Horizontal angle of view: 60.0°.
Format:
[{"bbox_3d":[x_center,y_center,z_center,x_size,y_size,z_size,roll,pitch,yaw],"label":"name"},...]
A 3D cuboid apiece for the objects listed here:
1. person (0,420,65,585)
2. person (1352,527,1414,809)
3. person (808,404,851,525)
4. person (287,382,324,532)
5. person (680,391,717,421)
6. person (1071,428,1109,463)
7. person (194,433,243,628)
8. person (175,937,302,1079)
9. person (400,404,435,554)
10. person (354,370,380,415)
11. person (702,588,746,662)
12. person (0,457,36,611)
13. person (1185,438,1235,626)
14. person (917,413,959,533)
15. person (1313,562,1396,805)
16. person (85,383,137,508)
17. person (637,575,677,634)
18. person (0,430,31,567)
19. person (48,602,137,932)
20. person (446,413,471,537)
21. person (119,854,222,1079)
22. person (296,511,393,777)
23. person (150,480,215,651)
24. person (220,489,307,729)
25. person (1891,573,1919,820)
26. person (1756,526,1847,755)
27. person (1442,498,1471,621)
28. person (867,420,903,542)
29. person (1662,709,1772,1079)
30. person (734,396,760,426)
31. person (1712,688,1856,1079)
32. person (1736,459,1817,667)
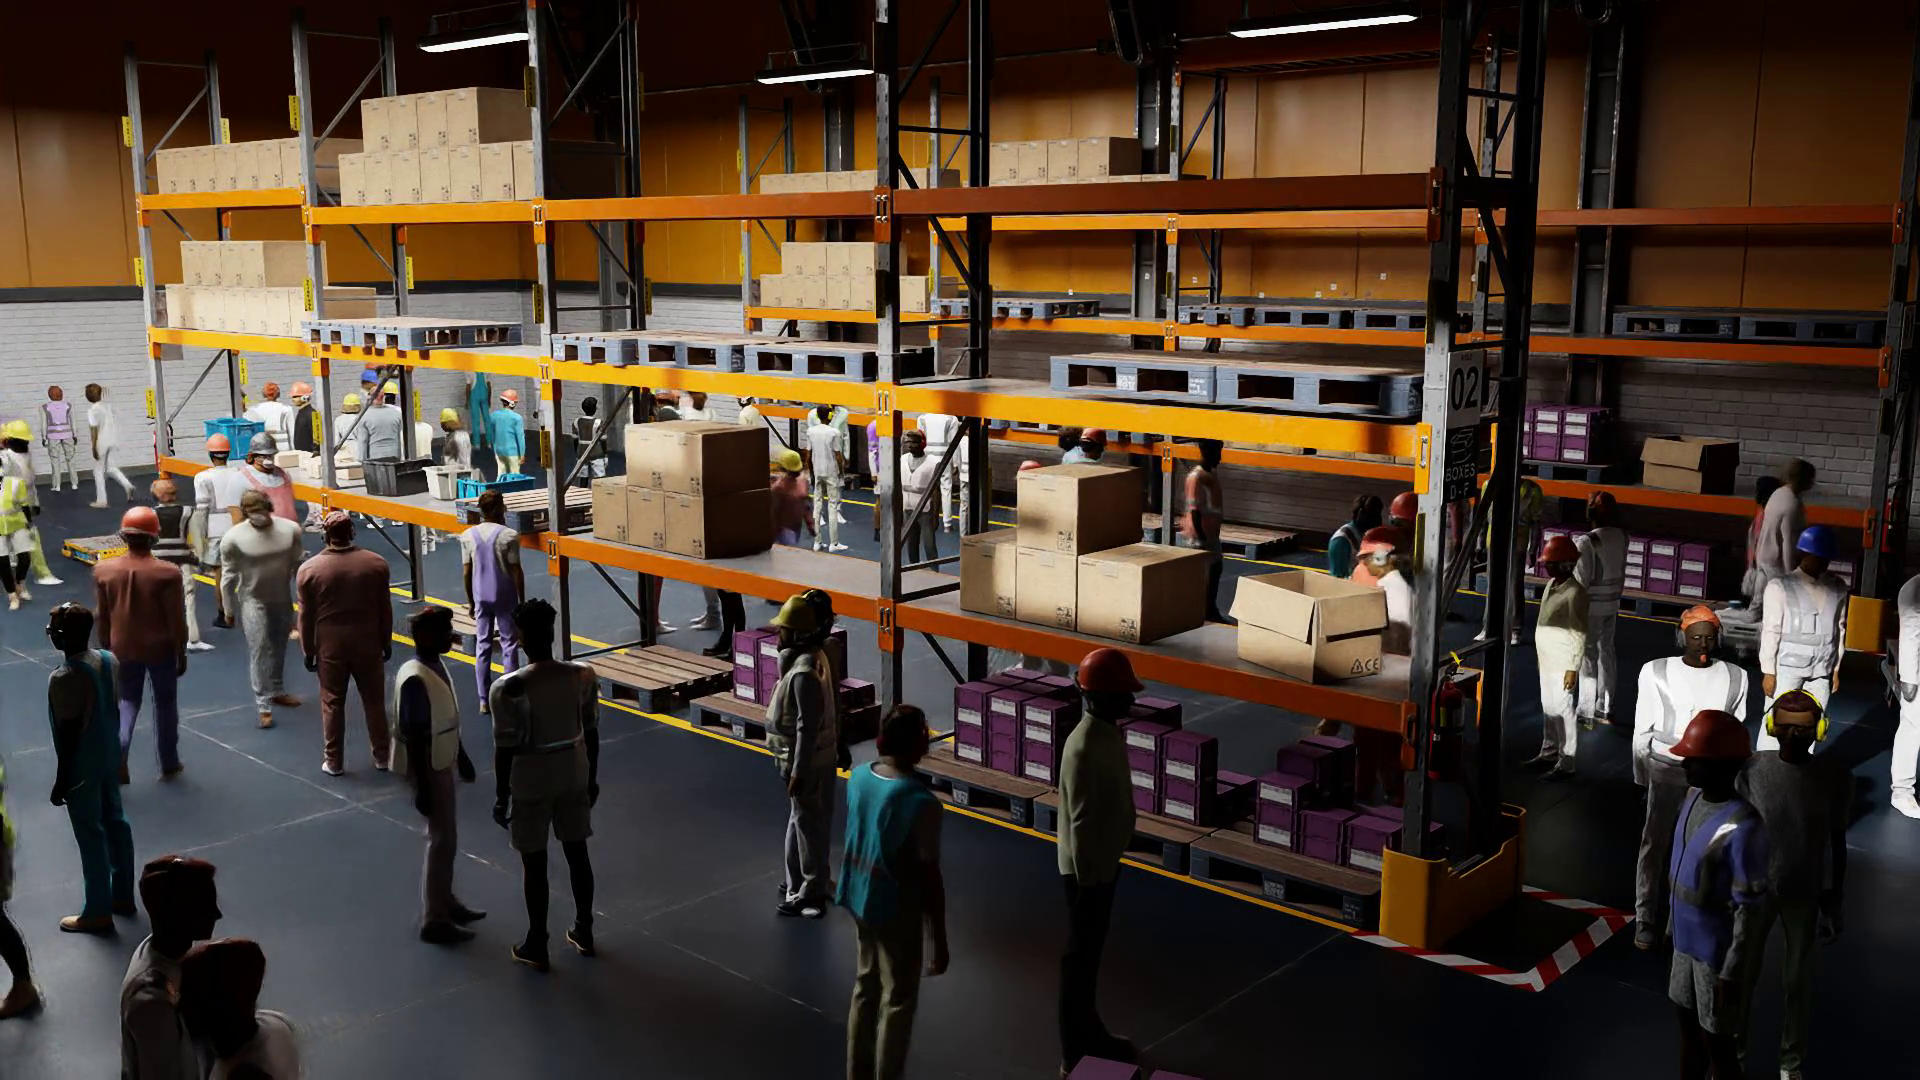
[{"bbox_3d":[-10.486,-0.403,18.417,0.852,1.887,0.631,-1,10,-7],"label":"person"},{"bbox_3d":[2.702,0.892,10.911,0.802,1.950,0.642,1,10,8],"label":"person"},{"bbox_3d":[-1.786,-1.160,22.634,0.603,1.909,0.393,-5,11,-25],"label":"person"},{"bbox_3d":[-8.644,-1.099,22.034,0.395,1.993,0.614,-8,13,-37],"label":"person"},{"bbox_3d":[-3.482,-1.146,22.408,0.634,1.950,0.520,-9,14,-42],"label":"person"},{"bbox_3d":[1.299,-0.122,16.423,0.405,2.032,0.611,-9,13,-41],"label":"person"},{"bbox_3d":[-7.306,-0.098,16.537,0.551,1.934,0.373,-9,13,-42],"label":"person"},{"bbox_3d":[-2.047,2.024,4.729,0.426,1.885,0.579,-3,10,-16],"label":"person"},{"bbox_3d":[-6.665,-0.778,20.433,0.391,1.920,0.593,2,10,10],"label":"person"},{"bbox_3d":[-8.992,-1.618,25.207,0.467,1.924,0.669,2,10,9],"label":"person"},{"bbox_3d":[-2.139,0.130,15.164,0.367,1.967,0.602,-5,11,-27],"label":"person"},{"bbox_3d":[-9.938,-0.099,17.288,0.556,1.675,0.430,-7,12,-34],"label":"person"},{"bbox_3d":[2.453,-0.076,16.382,0.518,1.949,0.662,6,12,29],"label":"person"},{"bbox_3d":[-0.291,-1.032,22.004,0.574,1.876,0.354,3,10,14],"label":"person"},{"bbox_3d":[2.690,0.961,11.220,0.584,1.693,0.911,-7,12,-35],"label":"person"},{"bbox_3d":[-12.292,-1.358,23.980,0.631,1.825,0.511,2,10,13],"label":"person"},{"bbox_3d":[-3.013,-0.026,16.221,0.405,1.909,0.597,-6,12,-31],"label":"person"},{"bbox_3d":[-11.245,-0.486,19.604,0.525,1.631,0.313,4,11,20],"label":"person"},{"bbox_3d":[-4.829,1.246,9.195,0.345,1.847,0.504,1,10,6],"label":"person"},{"bbox_3d":[-6.531,-0.846,21.651,0.280,1.626,0.503,3,10,16],"label":"person"},{"bbox_3d":[-2.485,1.911,5.355,0.363,1.879,0.584,-3,11,-18],"label":"person"},{"bbox_3d":[-4.400,0.739,11.936,0.643,1.901,0.396,-5,11,-25],"label":"person"},{"bbox_3d":[-7.355,0.242,15.595,0.575,1.598,0.618,-4,11,-23],"label":"person"},{"bbox_3d":[-5.544,0.508,13.284,0.763,1.909,0.656,10,14,43],"label":"person"},{"bbox_3d":[6.513,0.890,11.037,0.639,1.910,0.407,-4,11,-20],"label":"person"},{"bbox_3d":[5.646,0.854,11.158,0.610,1.939,0.417,-2,10,-12],"label":"person"},{"bbox_3d":[4.944,-0.091,16.823,0.403,1.823,0.596,-1,10,-5],"label":"person"},{"bbox_3d":[-0.923,-0.916,21.216,0.387,1.924,0.549,10,14,43],"label":"person"},{"bbox_3d":[3.021,1.630,6.763,0.369,1.939,0.542,0,10,-2],"label":"person"},{"bbox_3d":[-3.107,-1.364,24.249,0.356,1.743,0.567,3,10,15],"label":"person"},{"bbox_3d":[3.624,1.563,7.336,0.514,1.872,0.328,5,11,26],"label":"person"},{"bbox_3d":[7.298,0.237,14.759,0.636,1.912,0.661,2,10,9],"label":"person"}]
